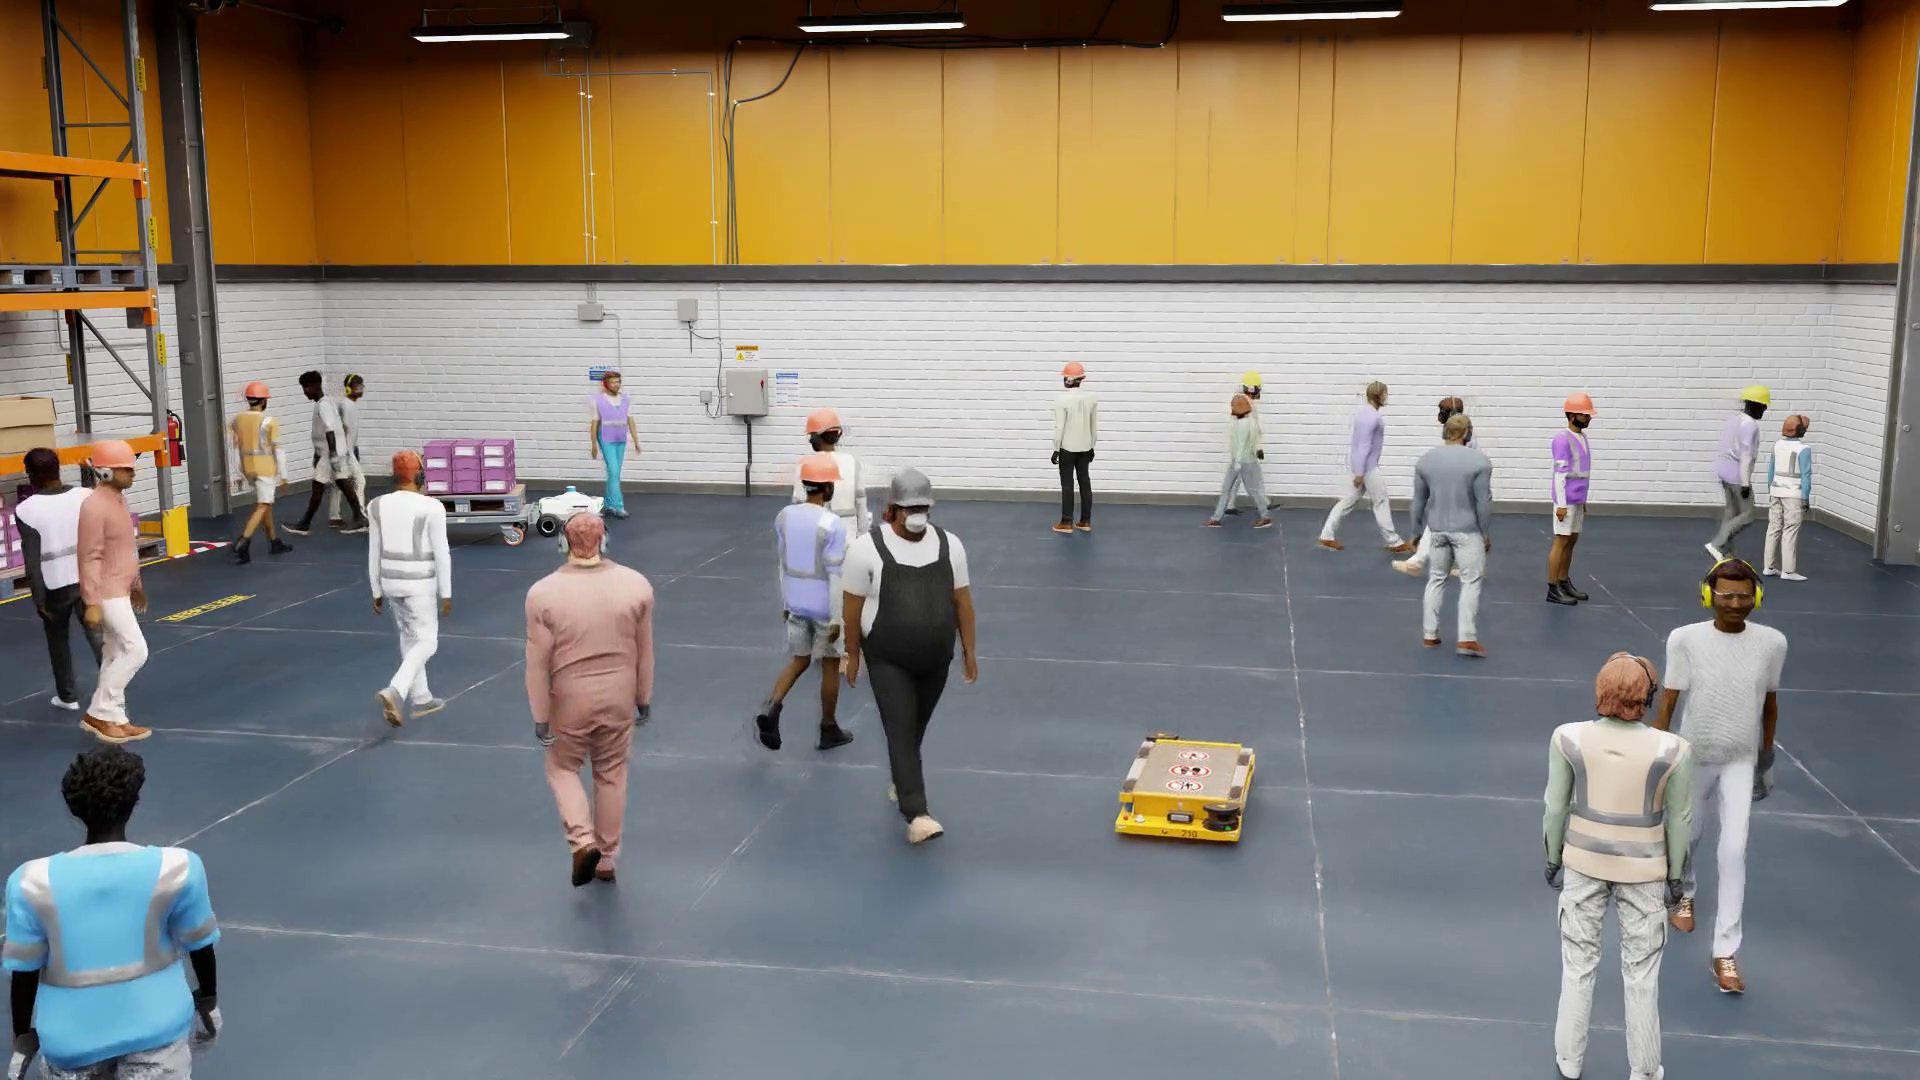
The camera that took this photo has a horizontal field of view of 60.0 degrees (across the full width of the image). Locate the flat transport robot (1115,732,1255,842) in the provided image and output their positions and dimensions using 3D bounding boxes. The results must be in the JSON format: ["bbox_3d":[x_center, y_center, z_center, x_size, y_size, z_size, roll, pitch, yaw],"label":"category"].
[{"bbox_3d":[1.308,1.382,9.470,0.652,0.197,1.431,2,9,13],"label":"flat transport robot"}]

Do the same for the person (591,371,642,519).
[{"bbox_3d":[-4.201,-1.166,20.524,0.822,1.813,0.570,8,12,39],"label":"person"}]

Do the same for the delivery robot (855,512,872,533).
[{"bbox_3d":[-1.323,-0.207,18.158,0.707,0.478,0.477,4,10,26],"label":"delivery robot"}]

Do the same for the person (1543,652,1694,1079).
[{"bbox_3d":[2.424,1.230,6.171,0.514,1.641,0.315,5,10,27],"label":"person"}]

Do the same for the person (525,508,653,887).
[{"bbox_3d":[-1.796,0.787,8.148,0.648,1.891,0.514,-5,10,-27],"label":"person"}]

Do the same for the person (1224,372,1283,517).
[{"bbox_3d":[3.647,-1.173,20.585,0.842,1.796,0.607,1,9,8],"label":"person"}]

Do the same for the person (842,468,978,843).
[{"bbox_3d":[-0.239,0.569,9.036,0.701,2.000,1.005,-4,10,-24],"label":"person"}]

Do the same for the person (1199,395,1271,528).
[{"bbox_3d":[3.316,-0.923,19.694,0.841,1.589,0.512,0,9,-2],"label":"person"}]

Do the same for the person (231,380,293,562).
[{"bbox_3d":[-7.419,-0.730,17.546,0.555,1.904,0.943,3,10,16],"label":"person"}]

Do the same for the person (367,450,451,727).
[{"bbox_3d":[-3.707,0.328,11.103,0.583,1.859,0.766,3,9,15],"label":"person"}]

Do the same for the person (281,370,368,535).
[{"bbox_3d":[-7.338,-0.992,19.130,0.978,1.900,0.620,-3,9,-15],"label":"person"}]

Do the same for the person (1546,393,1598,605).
[{"bbox_3d":[5.619,-0.379,15.241,0.358,1.936,0.552,8,12,40],"label":"person"}]

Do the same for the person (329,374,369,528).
[{"bbox_3d":[-7.229,-1.045,19.727,0.631,1.826,0.554,-3,10,-17],"label":"person"}]

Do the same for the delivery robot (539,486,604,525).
[{"bbox_3d":[-4.486,-0.378,19.218,0.707,0.478,0.477,-1,9,-5],"label":"delivery robot"}]

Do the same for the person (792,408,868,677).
[{"bbox_3d":[-1.082,0.008,12.597,0.908,2.009,0.643,9,13,43],"label":"person"}]

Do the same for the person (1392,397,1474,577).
[{"bbox_3d":[4.776,-0.521,16.526,0.915,1.798,0.645,3,10,16],"label":"person"}]

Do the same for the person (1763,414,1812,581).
[{"bbox_3d":[8.182,-0.421,16.421,0.310,1.638,0.523,-2,9,-14],"label":"person"}]

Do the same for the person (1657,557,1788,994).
[{"bbox_3d":[3.325,0.959,7.341,0.537,1.823,0.989,2,9,15],"label":"person"}]

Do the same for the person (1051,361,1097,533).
[{"bbox_3d":[1.326,-1.083,19.423,0.623,1.994,0.382,-6,11,-33],"label":"person"}]

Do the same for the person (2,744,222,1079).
[{"bbox_3d":[-2.472,1.412,4.916,0.562,1.667,0.696,-4,10,-21],"label":"person"}]

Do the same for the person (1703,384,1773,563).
[{"bbox_3d":[7.969,-0.650,17.022,0.509,1.902,0.611,1,9,4],"label":"person"}]

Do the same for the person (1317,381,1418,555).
[{"bbox_3d":[4.366,-0.771,17.885,1.061,1.883,0.639,1,9,5],"label":"person"}]

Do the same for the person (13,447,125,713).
[{"bbox_3d":[-6.017,0.297,11.271,0.967,1.869,0.617,9,13,43],"label":"person"}]

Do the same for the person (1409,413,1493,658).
[{"bbox_3d":[3.897,-0.037,13.181,0.769,1.922,0.501,9,13,43],"label":"person"}]

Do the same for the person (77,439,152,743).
[{"bbox_3d":[-5.407,0.335,10.673,0.439,1.975,0.629,-2,9,-15],"label":"person"}]

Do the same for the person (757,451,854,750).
[{"bbox_3d":[-0.961,0.409,10.397,0.548,1.922,0.702,6,11,33],"label":"person"}]
